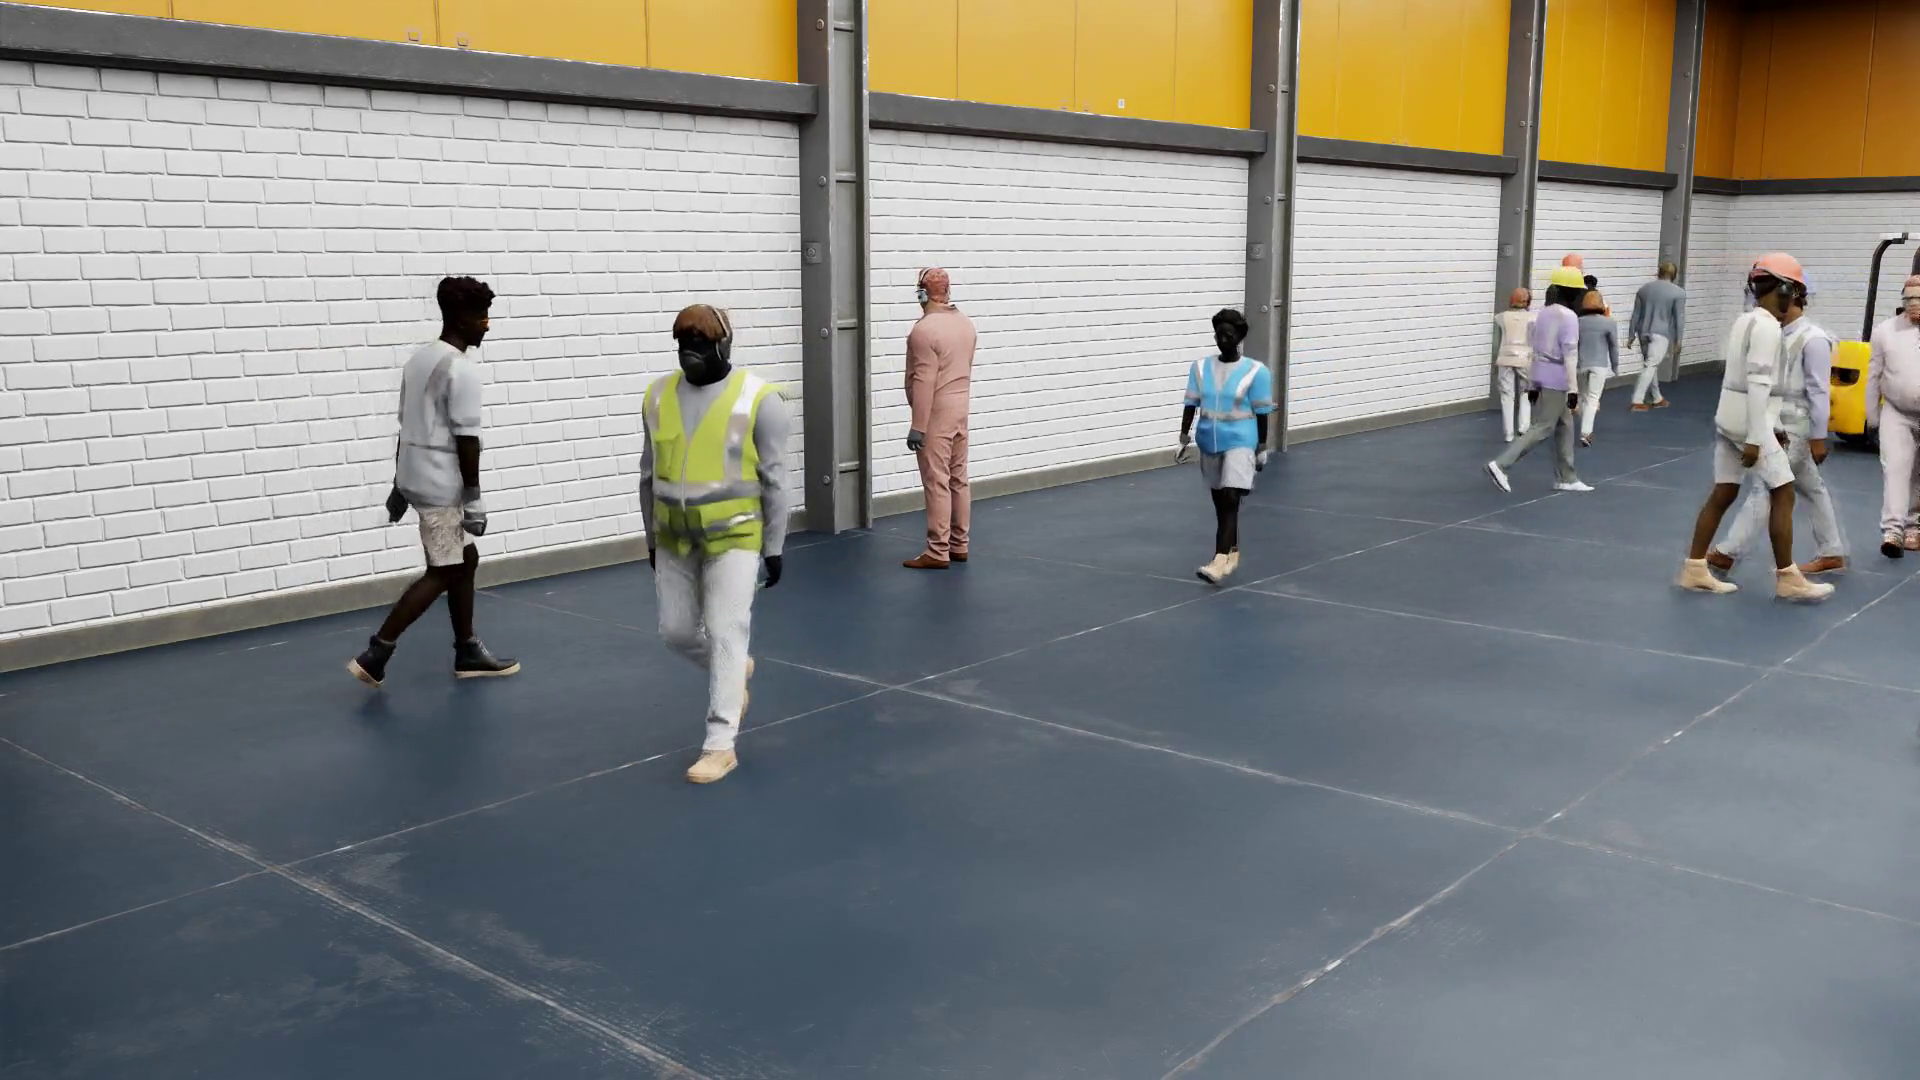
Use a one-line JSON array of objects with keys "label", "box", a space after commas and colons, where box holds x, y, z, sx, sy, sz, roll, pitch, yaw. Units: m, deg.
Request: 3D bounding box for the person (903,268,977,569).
[{"label": "person", "box": [-0.156, -0.766, 10.561, 0.402, 1.904, 0.639, 6, 11, 29]}]

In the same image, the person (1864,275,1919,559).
[{"label": "person", "box": [6.265, -0.801, 10.908, 0.629, 1.839, 1.004, 6, 12, 31]}]

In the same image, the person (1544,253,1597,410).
[{"label": "person", "box": [7.277, -2.434, 19.864, 0.631, 1.970, 0.787, 7, 12, 35]}]

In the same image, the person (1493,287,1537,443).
[{"label": "person", "box": [5.805, -1.818, 17.349, 0.509, 1.622, 0.419, 5, 11, 25]}]

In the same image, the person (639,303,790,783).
[{"label": "person", "box": [-0.948, -0.014, 6.520, 0.631, 1.826, 0.678, 4, 11, 19]}]

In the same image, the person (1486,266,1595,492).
[{"label": "person", "box": [4.857, -1.318, 13.787, 0.909, 1.896, 0.604, -1, 10, -3]}]

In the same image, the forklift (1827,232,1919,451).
[{"label": "forklift", "box": [9.955, -1.972, 16.595, 2.313, 2.155, 1.214, 1, 10, 8]}]

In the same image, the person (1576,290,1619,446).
[{"label": "person", "box": [6.512, -1.780, 17.189, 0.496, 1.596, 0.837, 7, 12, 35]}]

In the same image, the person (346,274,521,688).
[{"label": "person", "box": [-2.459, -0.247, 7.579, 0.794, 1.918, 0.603, -6, 12, -32]}]

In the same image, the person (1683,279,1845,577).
[{"label": "person", "box": [5.016, -0.692, 10.196, 1.057, 1.872, 0.613, 1, 10, 4]}]

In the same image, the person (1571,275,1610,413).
[{"label": "person", "box": [7.726, -2.411, 20.506, 0.533, 1.698, 0.322, 0, 10, 2]}]

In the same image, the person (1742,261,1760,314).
[{"label": "person", "box": [11.824, -3.210, 24.659, 0.639, 1.842, 0.429, -4, 11, -24]}]

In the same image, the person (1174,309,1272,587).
[{"label": "person", "box": [1.560, -0.553, 10.047, 0.538, 1.660, 0.847, 7, 12, 36]}]

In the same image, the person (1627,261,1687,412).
[{"label": "person", "box": [8.683, -2.531, 20.765, 0.975, 1.872, 0.649, -7, 12, -35]}]

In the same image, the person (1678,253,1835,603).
[{"label": "person", "box": [4.663, -0.641, 9.582, 0.916, 1.990, 0.611, 2, 10, 9]}]
